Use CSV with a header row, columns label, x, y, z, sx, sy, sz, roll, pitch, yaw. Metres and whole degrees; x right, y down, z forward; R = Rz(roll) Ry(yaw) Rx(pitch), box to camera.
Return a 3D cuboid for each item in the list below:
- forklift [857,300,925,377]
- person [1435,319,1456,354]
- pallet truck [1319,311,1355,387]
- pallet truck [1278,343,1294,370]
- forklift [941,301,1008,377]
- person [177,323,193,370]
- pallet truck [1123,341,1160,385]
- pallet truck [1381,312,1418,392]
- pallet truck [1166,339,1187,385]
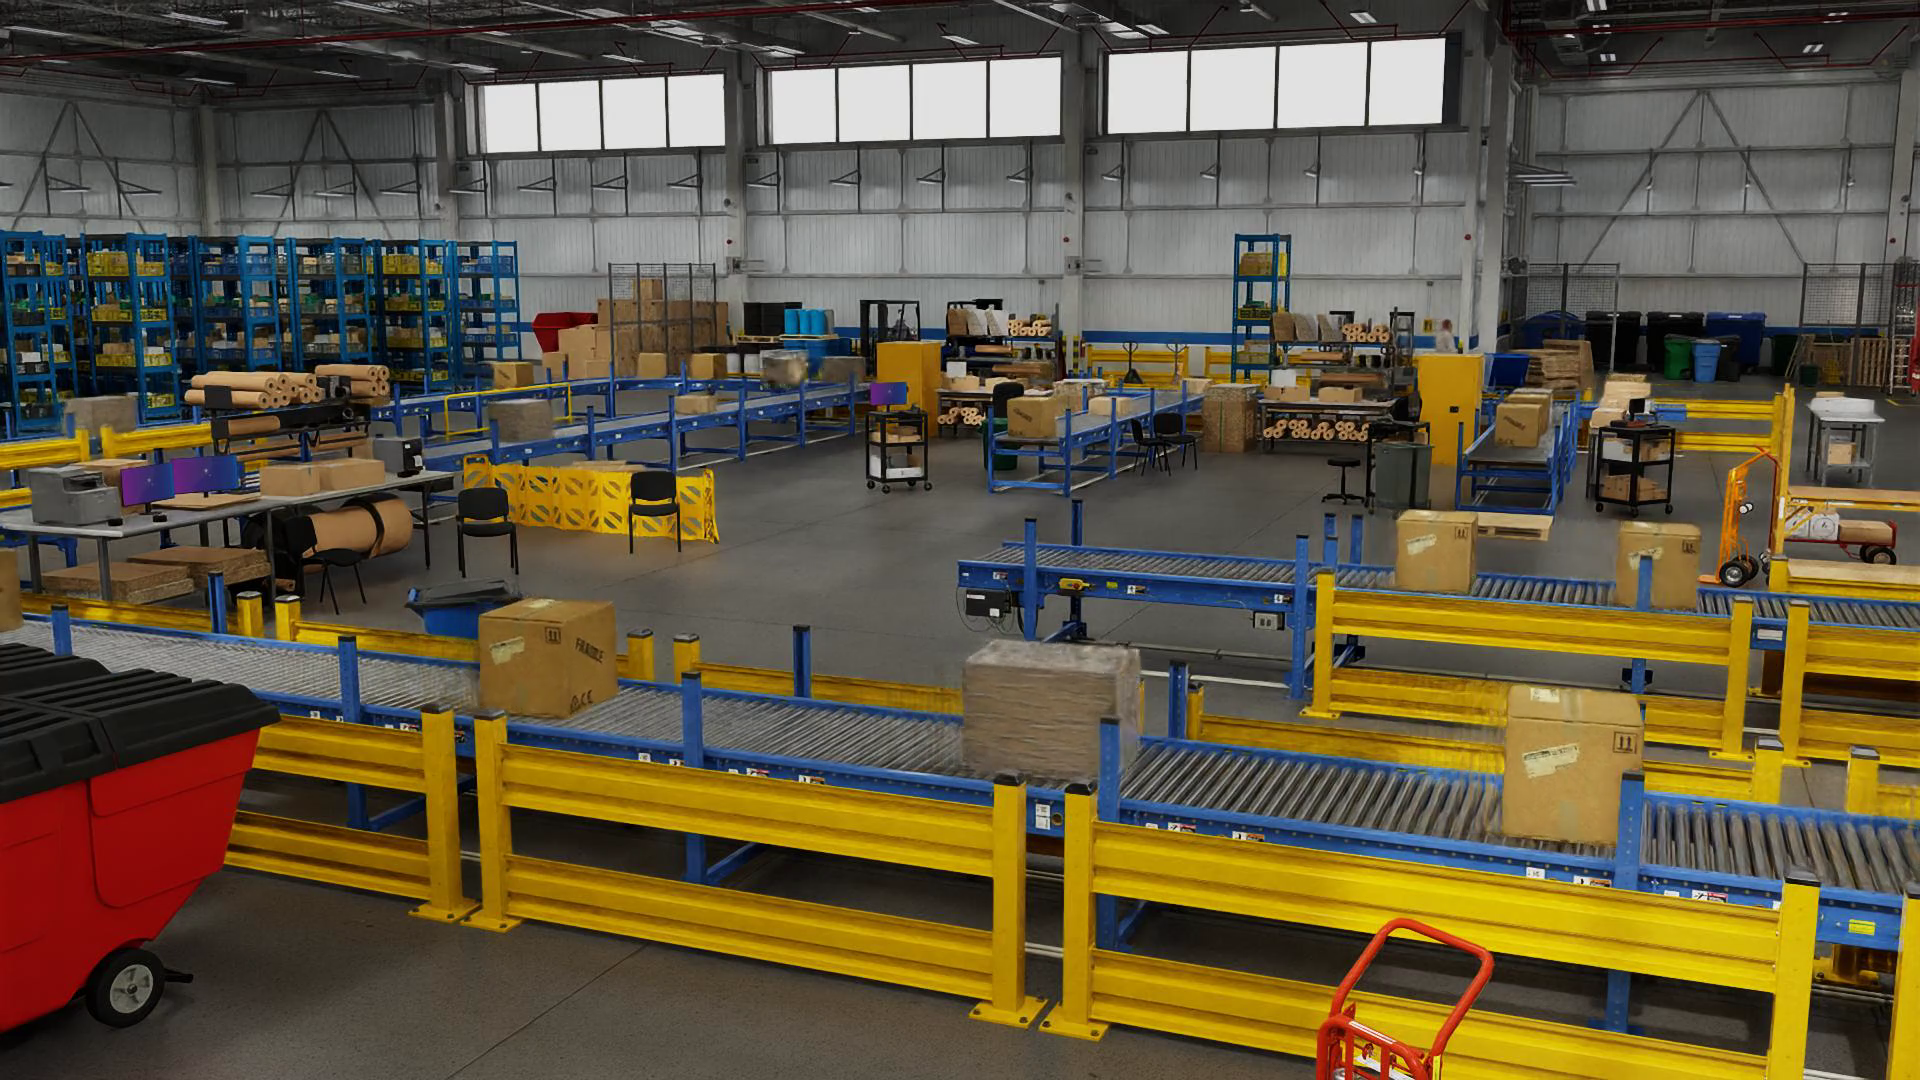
label,x,y,z,sx,sy,sz,roll,pitch,yaw
forklift,-1.732,-5.109,42.468,1.157,1.987,2.680,4,10,22
person,10.726,-3.983,36.986,0.987,1.856,0.657,0,9,2
pallet truck,9.071,-4.419,39.190,0.823,1.965,1.885,5,10,26
pallet truck,7.886,-4.163,39.743,0.653,1.274,1.630,4,10,22
forklift,0.365,-4.966,41.571,1.157,1.987,2.680,3,10,20
person,-18.049,-4.241,38.734,0.603,1.796,0.897,0,9,1
pallet truck,4.445,-4.380,41.279,0.680,1.201,1.601,4,10,22
pallet truck,10.207,-4.283,38.369,0.823,1.965,1.885,3,10,20
pallet truck,5.418,-4.269,40.420,0.704,1.261,1.522,3,10,20
